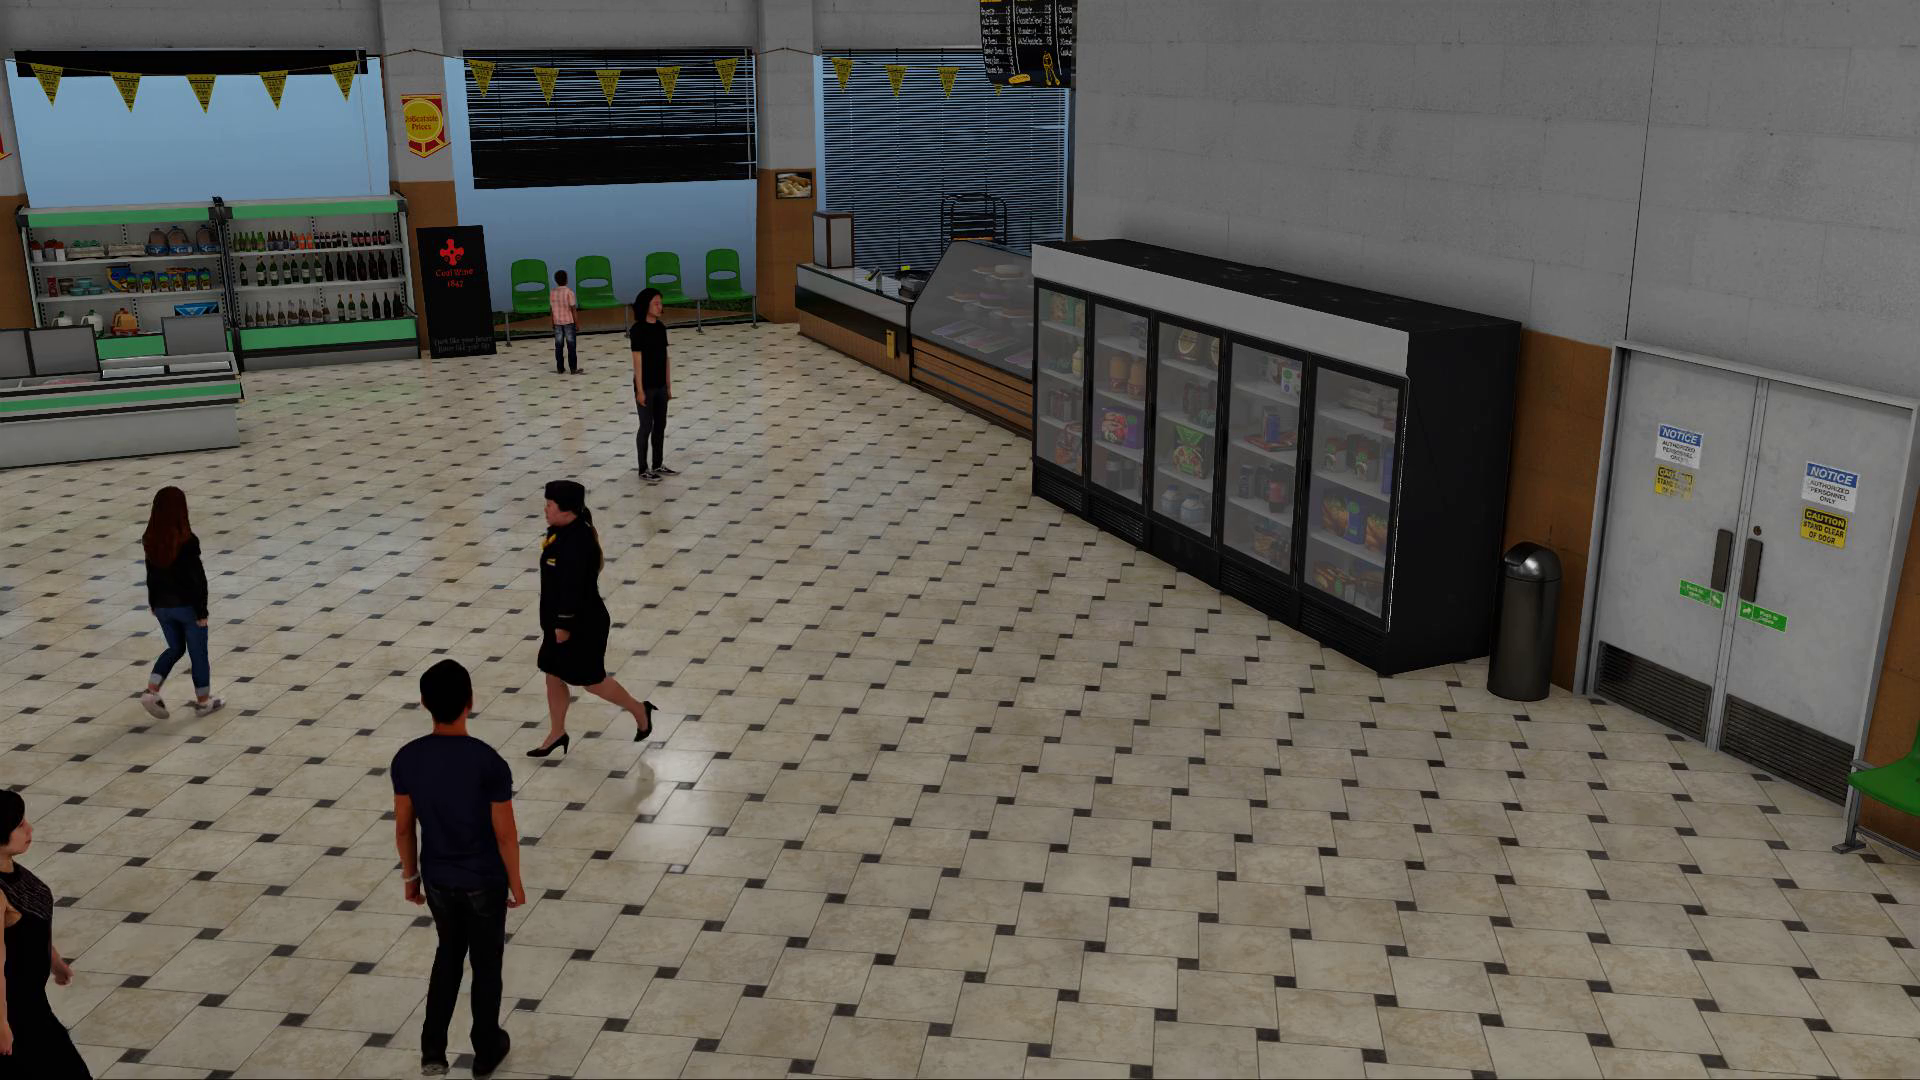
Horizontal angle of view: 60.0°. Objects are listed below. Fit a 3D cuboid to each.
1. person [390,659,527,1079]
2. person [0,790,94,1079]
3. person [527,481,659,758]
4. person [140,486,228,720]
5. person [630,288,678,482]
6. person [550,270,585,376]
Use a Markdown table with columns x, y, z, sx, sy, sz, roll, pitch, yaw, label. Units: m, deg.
| x | y | z | sx | sy | sz | roll | pitch | yaw | label |
| --- | --- | --- | --- | --- | --- | --- | --- | --- | --- |
| -1.962 | 1.360 | 6.475 | 0.850 | 1.780 | 0.893 | 2 | 17 | 6 | person |
| -3.423 | 1.655 | 5.862 | 0.928 | 1.571 | 0.615 | -8 | 19 | -26 | person |
| -2.137 | 0.485 | 9.584 | 0.979 | 1.649 | 0.681 | -7 | 18 | -23 | person |
| -4.802 | 0.414 | 10.127 | 0.828 | 1.469 | 0.869 | 4 | 17 | 13 | person |
| -2.938 | -1.484 | 15.763 | 0.756 | 1.827 | 0.644 | 10 | 20 | 31 | person |
| -4.939 | -2.719 | 20.727 | 0.579 | 1.305 | 0.655 | 3 | 17 | 10 | person |
